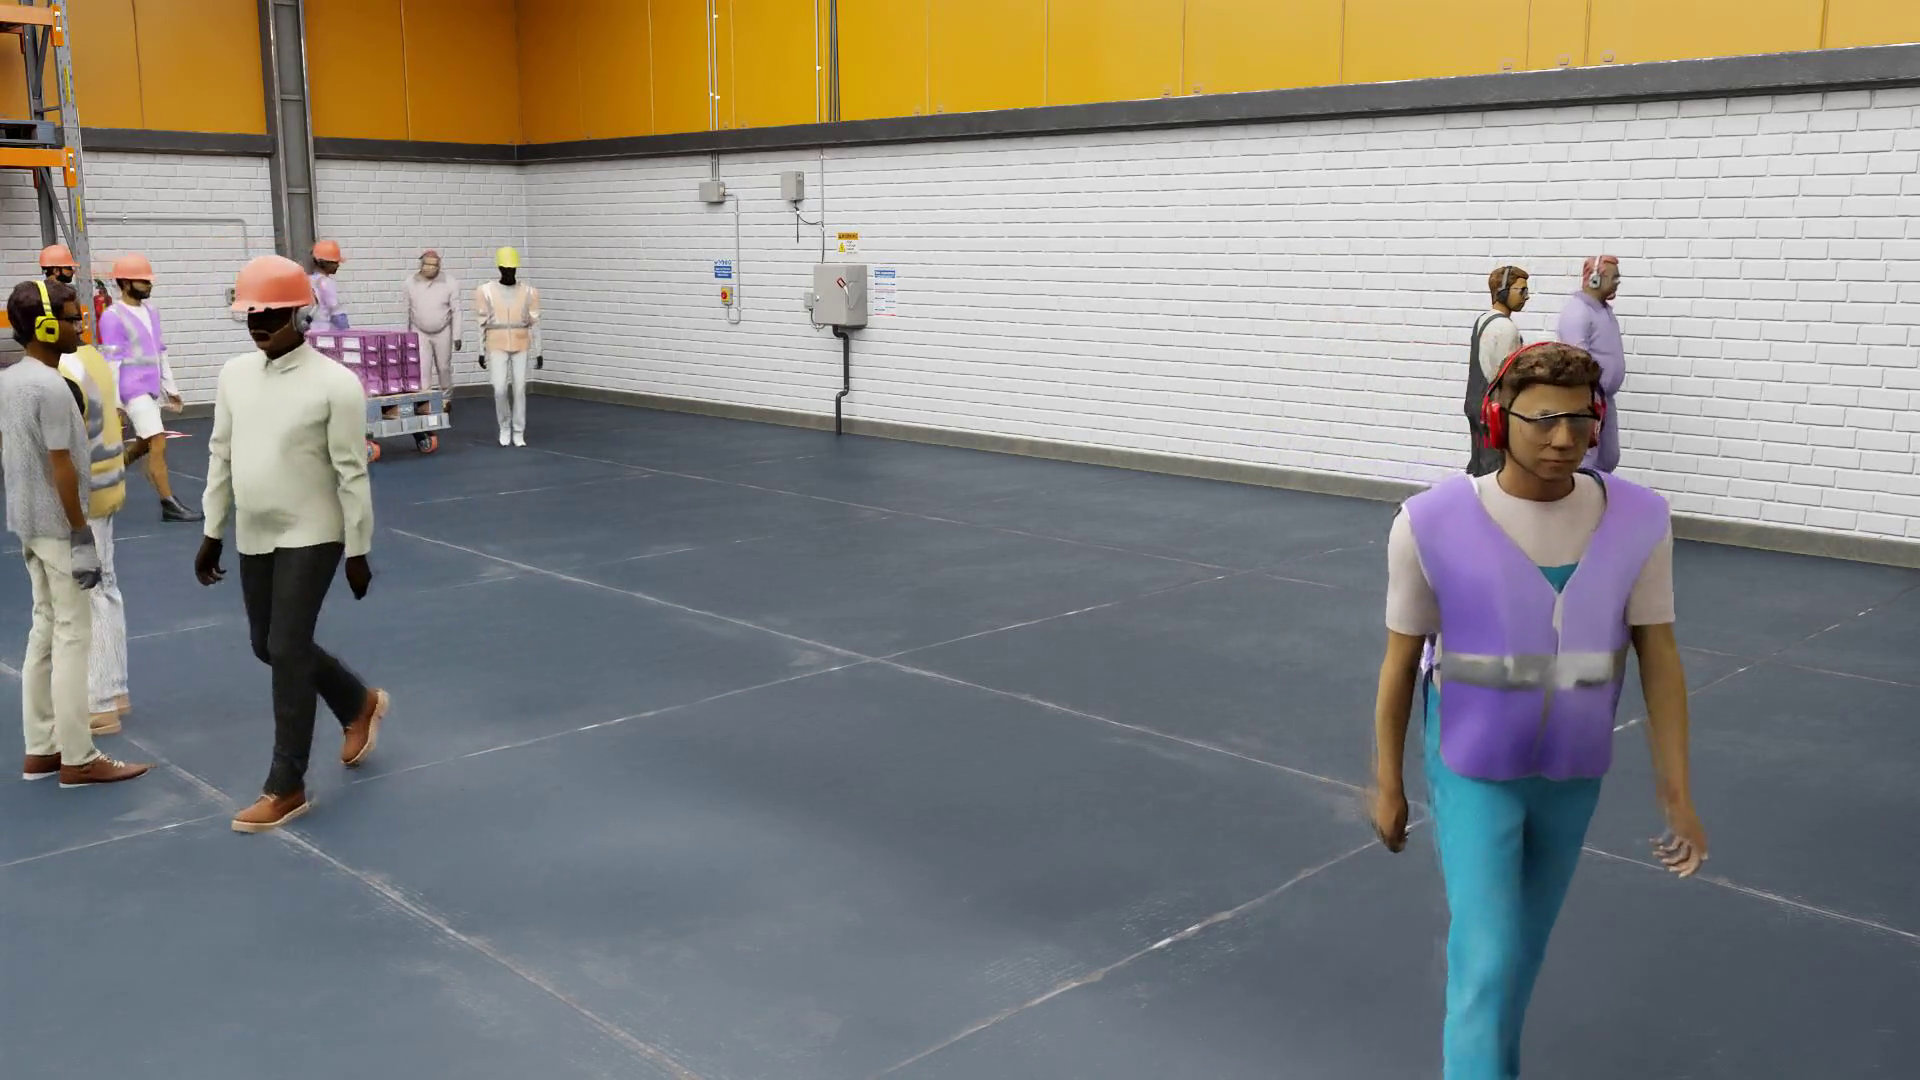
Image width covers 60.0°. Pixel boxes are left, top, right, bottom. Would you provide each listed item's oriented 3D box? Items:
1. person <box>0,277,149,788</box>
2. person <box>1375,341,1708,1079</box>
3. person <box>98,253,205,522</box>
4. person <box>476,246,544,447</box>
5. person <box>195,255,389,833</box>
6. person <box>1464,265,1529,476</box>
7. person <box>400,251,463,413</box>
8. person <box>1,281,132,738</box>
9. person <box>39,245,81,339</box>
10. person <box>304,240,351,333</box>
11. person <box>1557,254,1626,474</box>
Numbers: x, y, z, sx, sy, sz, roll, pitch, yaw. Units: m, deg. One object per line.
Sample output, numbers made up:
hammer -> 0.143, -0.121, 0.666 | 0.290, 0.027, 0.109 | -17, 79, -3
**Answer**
person -> -3.319, -0.019, 6.122 | 0.529, 1.871, 0.329 | 10, 14, 42
person -> 1.176, 0.519, 3.344 | 0.596, 1.813, 0.817 | -2, 11, -8
person -> -5.851, -1.060, 11.715 | 0.886, 1.912, 0.560 | 0, 10, 3
person -> -4.278, -1.829, 15.856 | 0.603, 1.908, 0.494 | -4, 11, -20
person -> -2.355, -0.030, 5.926 | 0.621, 1.961, 0.868 | 4, 11, 22
person -> 3.242, -0.733, 10.085 | 0.349, 1.843, 0.506 | 0, 10, -2
person -> -5.918, -2.300, 18.639 | 0.681, 1.853, 1.021 | -3, 11, -14
person -> -3.621, -0.122, 6.753 | 0.429, 1.842, 0.632 | -3, 11, -16
person -> -7.512, -1.492, 13.960 | 0.361, 1.939, 0.543 | -8, 13, -38
person -> -6.282, -1.982, 16.547 | 1.120, 1.965, 0.614 | -8, 13, -38
person -> 4.129, -0.901, 10.841 | 0.437, 1.906, 0.680 | 8, 13, 39
